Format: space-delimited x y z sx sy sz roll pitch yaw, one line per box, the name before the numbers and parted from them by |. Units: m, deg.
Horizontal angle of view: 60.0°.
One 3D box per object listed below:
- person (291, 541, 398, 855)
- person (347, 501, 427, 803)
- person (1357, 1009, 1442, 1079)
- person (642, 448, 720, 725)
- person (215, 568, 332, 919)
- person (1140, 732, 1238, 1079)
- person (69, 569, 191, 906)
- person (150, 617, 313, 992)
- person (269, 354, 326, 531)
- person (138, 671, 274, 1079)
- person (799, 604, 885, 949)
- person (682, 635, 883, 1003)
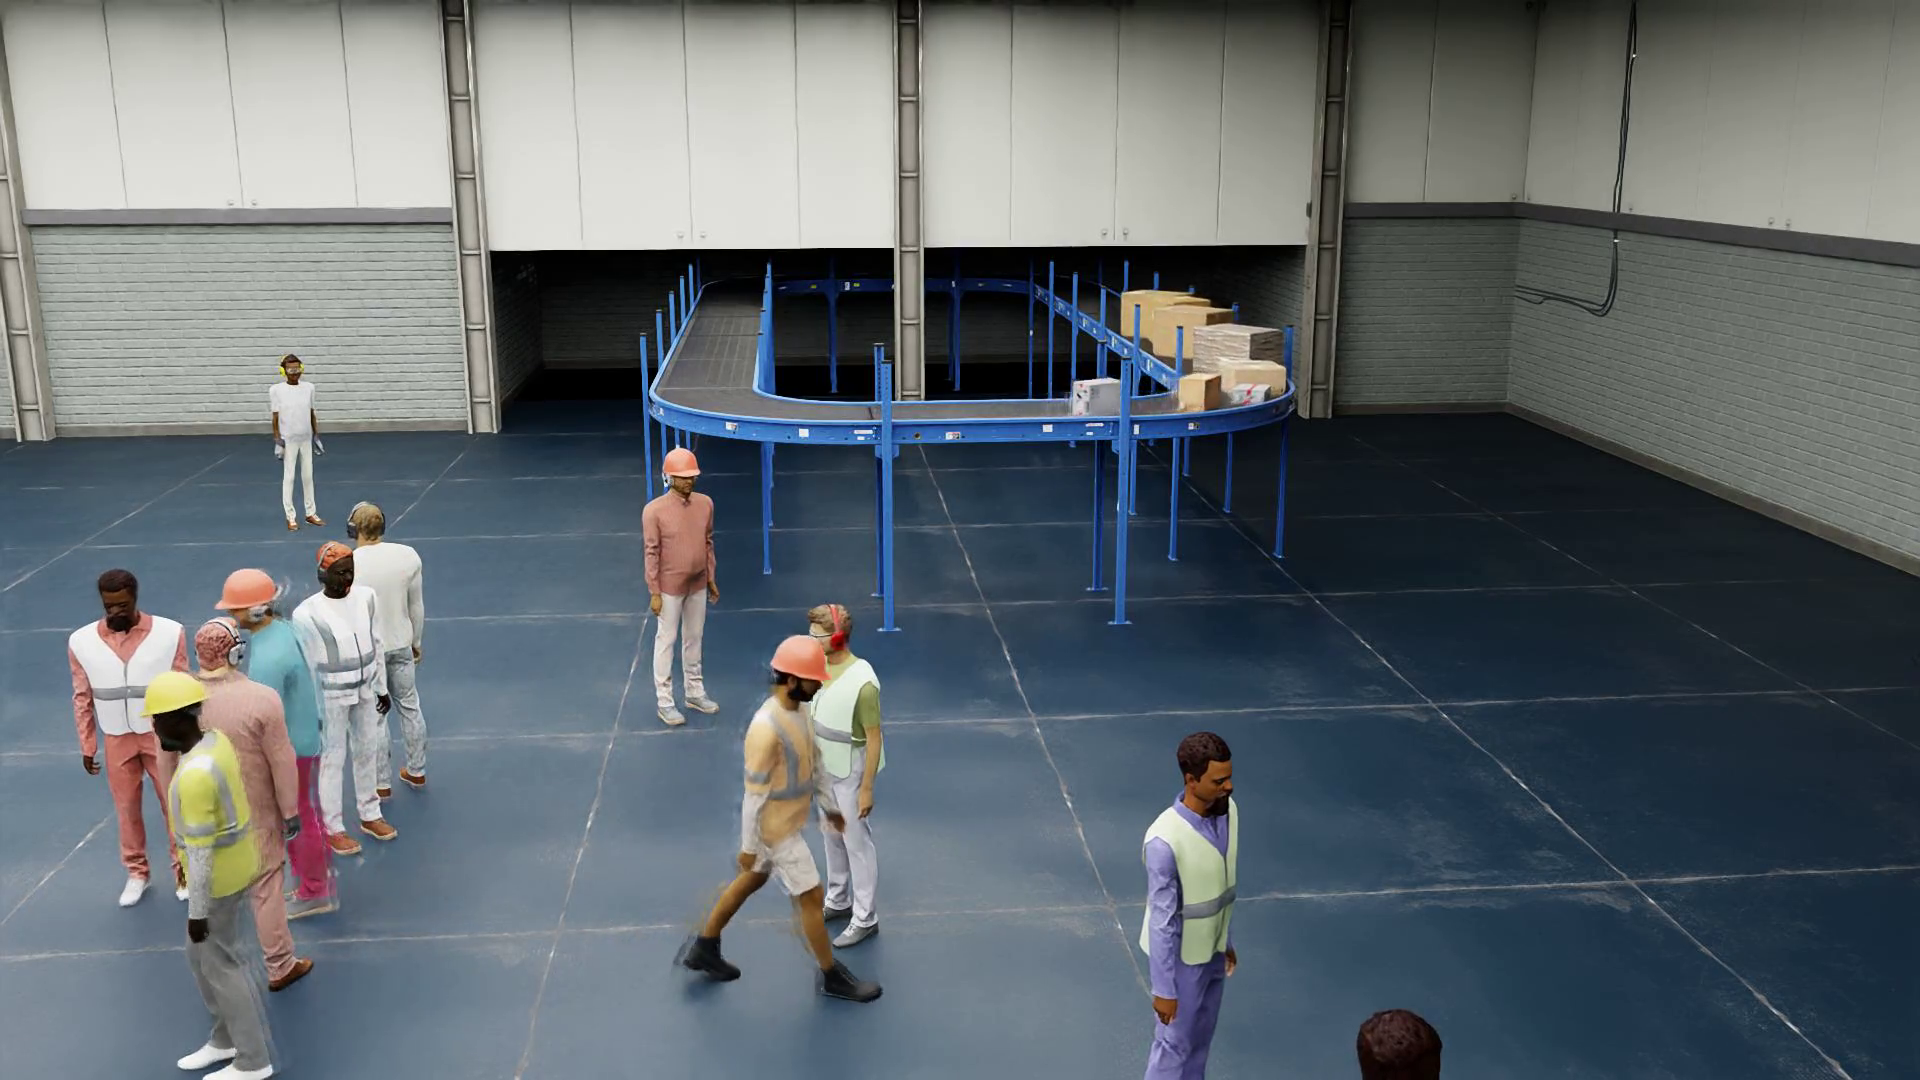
person | -3.623 0.922 9.809 0.351 1.878 0.568 8 16 29
person | -3.678 0.705 10.541 0.371 1.940 0.627 12 19 40
person | 1.108 2.187 4.678 0.384 1.910 0.596 5 15 19
person | -1.990 0.317 11.976 0.388 1.996 0.612 13 19 42
person | -3.653 1.099 8.889 0.461 1.971 0.606 -6 15 -23
person | 0.928 1.674 6.703 0.379 1.918 0.597 9 17 33
person | -4.518 1.068 9.159 0.598 1.910 0.403 -5 15 -18
person | -3.566 1.307 8.199 0.652 1.906 0.403 0 14 -1
person | -7.038 -1.046 17.692 0.328 1.869 0.521 13 19 42
person | -3.374 1.501 7.461 0.435 1.881 0.630 -5 15 -18
person | -0.604 1.212 8.706 0.373 1.840 0.572 -10 17 -35
person | -0.924 1.350 8.113 1.023 1.881 0.561 2 14 8
